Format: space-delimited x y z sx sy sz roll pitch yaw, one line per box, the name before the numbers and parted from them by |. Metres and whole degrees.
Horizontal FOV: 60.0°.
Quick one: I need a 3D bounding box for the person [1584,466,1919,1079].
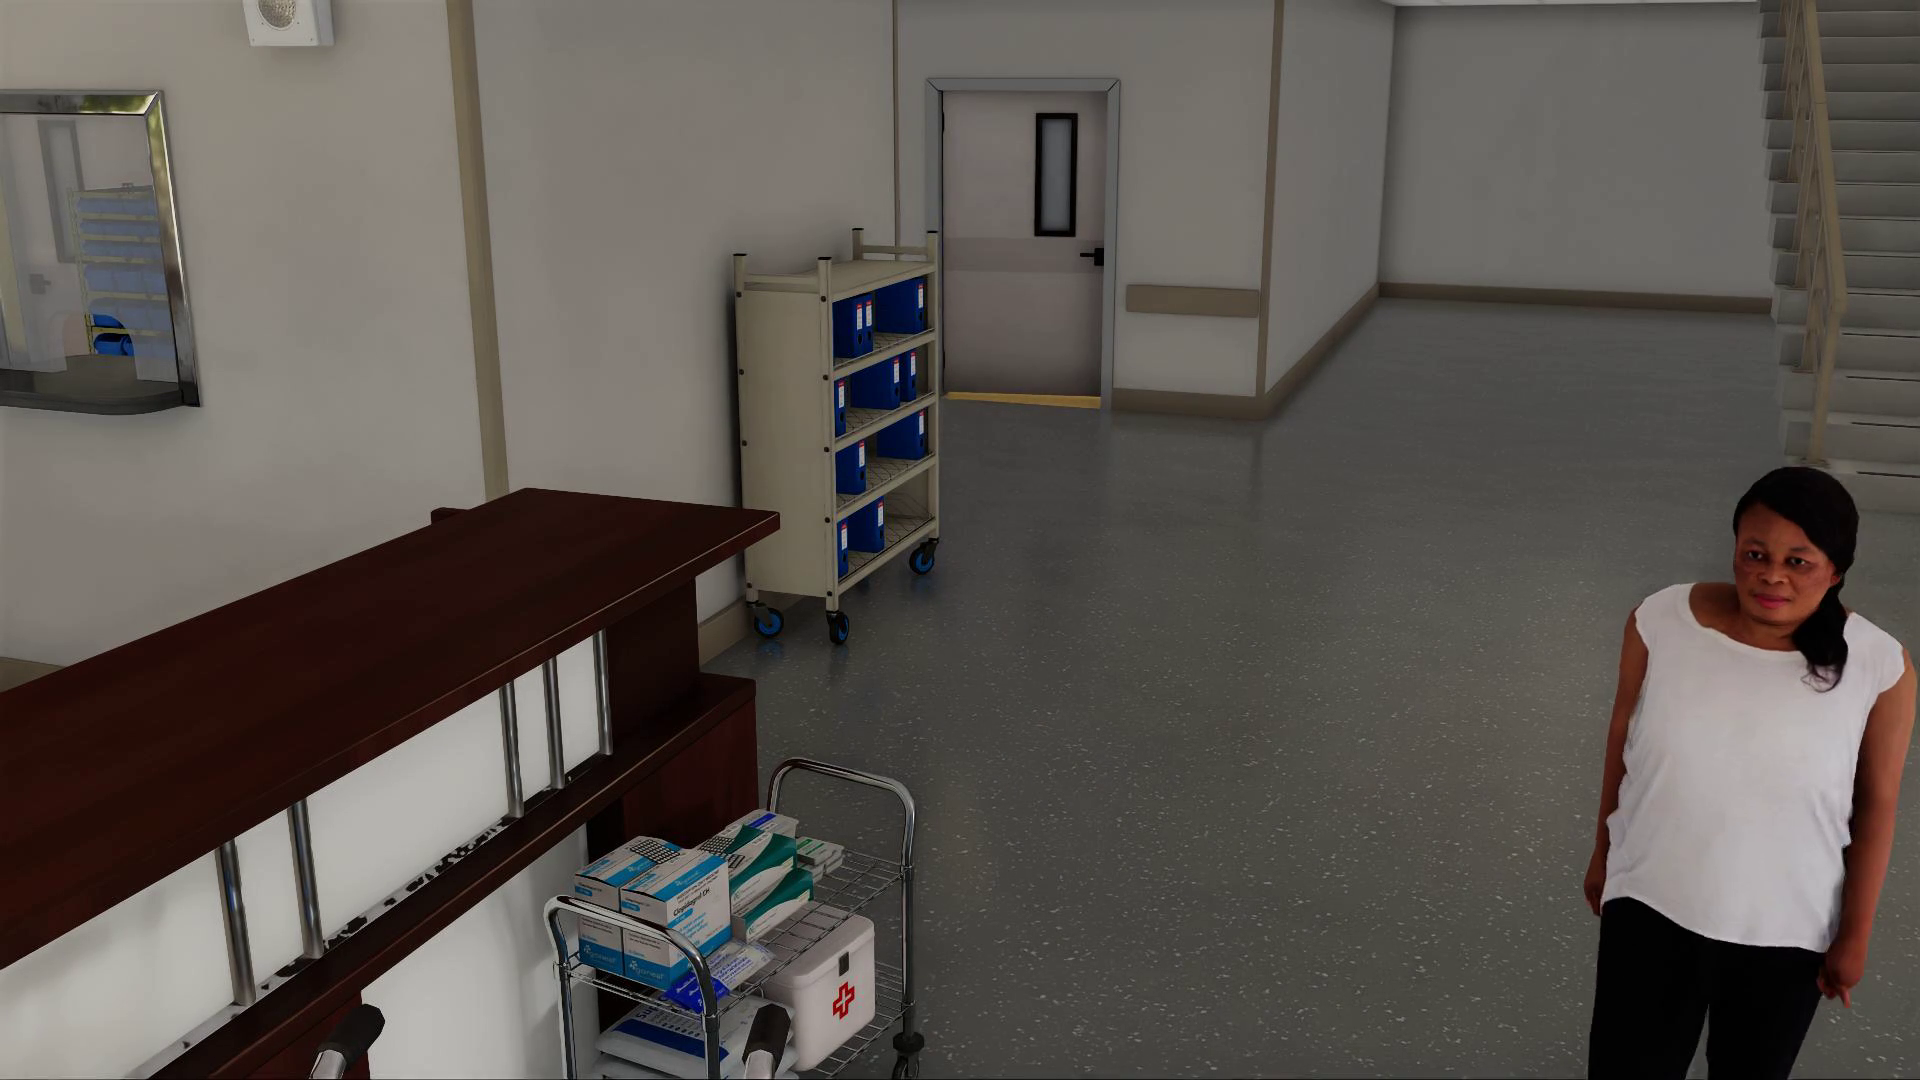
person | 1.486 0.661 3.198 0.728 1.677 0.702 9 18 30
